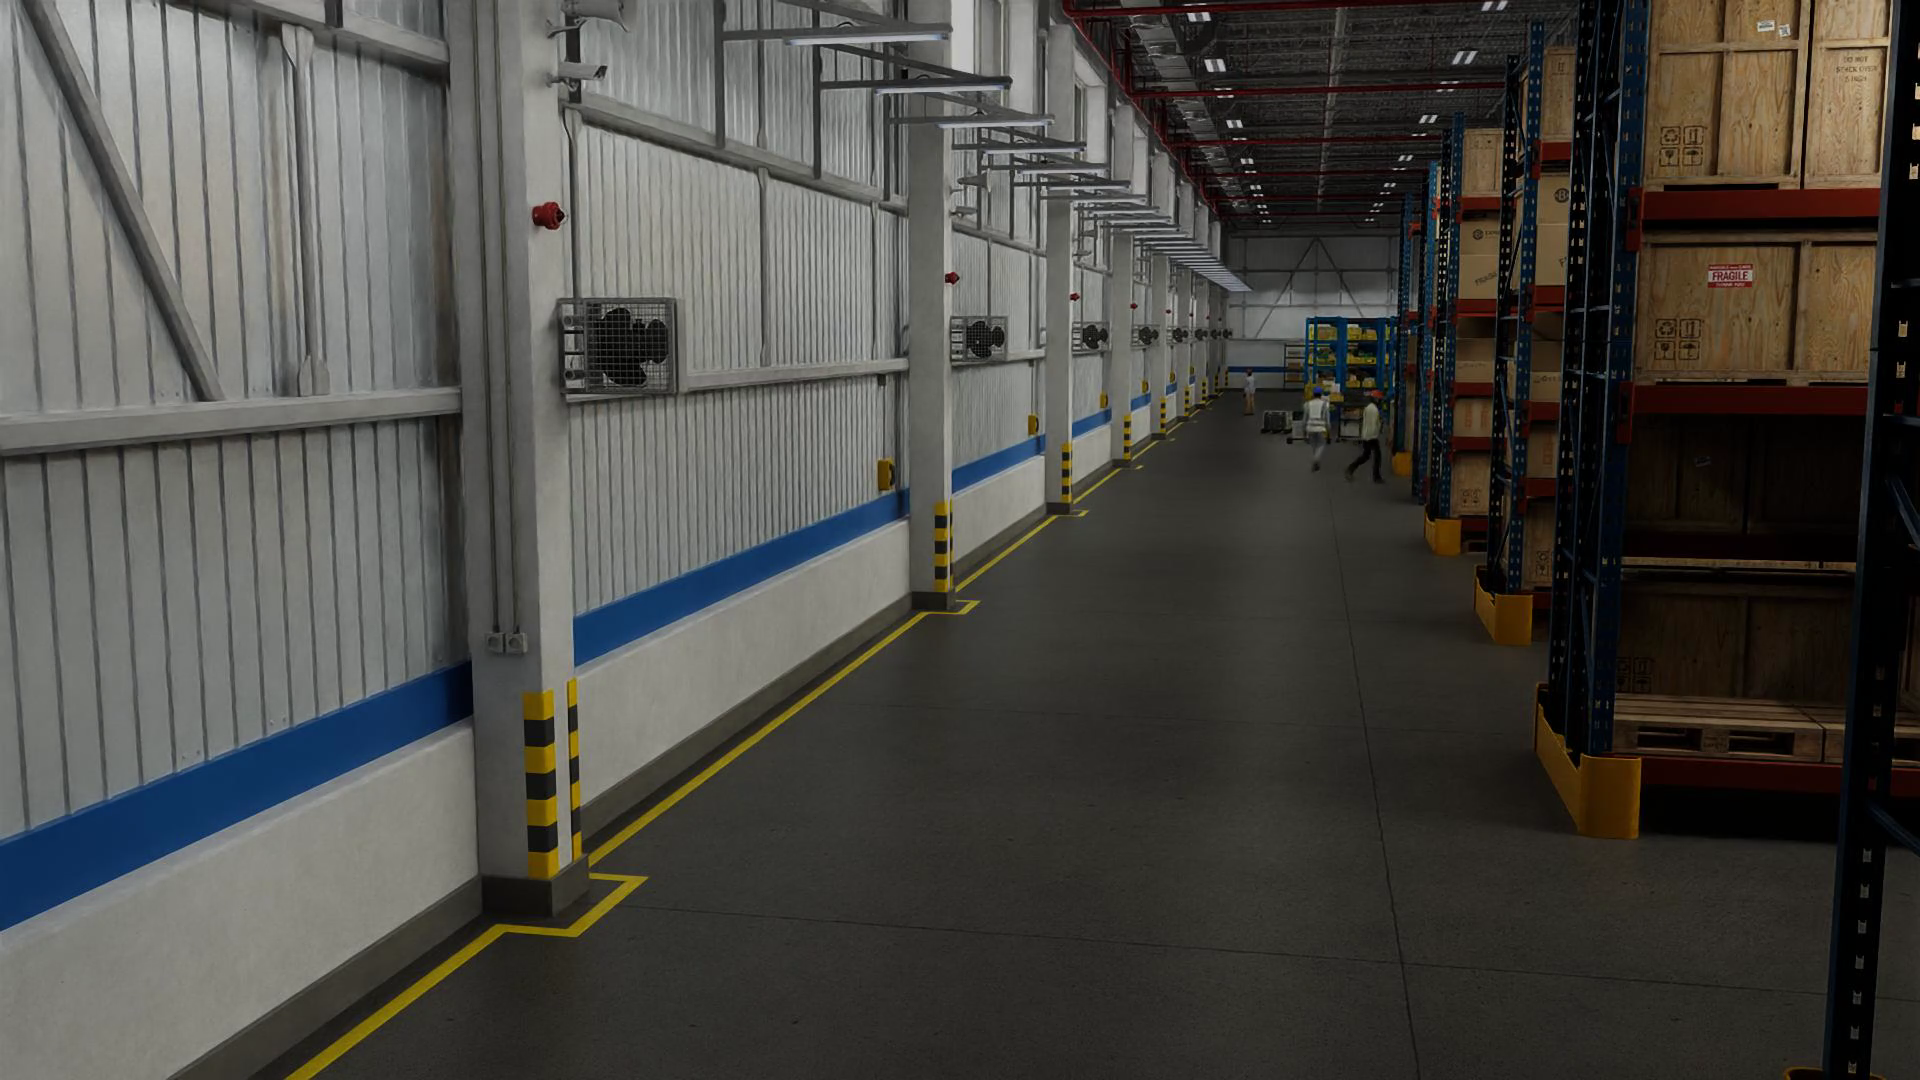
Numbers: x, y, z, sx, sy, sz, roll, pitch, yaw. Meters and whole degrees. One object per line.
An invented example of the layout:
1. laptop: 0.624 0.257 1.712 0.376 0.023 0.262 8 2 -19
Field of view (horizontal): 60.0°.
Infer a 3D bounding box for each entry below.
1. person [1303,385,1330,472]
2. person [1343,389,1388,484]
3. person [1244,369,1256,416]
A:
1. person: 7.915 -2.470 36.901 0.633 1.930 0.444 4 8 28
2. person: 8.301 -2.102 33.930 0.831 1.952 0.642 -1 7 -5
3. person: 10.745 -5.485 61.818 0.563 1.741 0.346 -5 9 -34
